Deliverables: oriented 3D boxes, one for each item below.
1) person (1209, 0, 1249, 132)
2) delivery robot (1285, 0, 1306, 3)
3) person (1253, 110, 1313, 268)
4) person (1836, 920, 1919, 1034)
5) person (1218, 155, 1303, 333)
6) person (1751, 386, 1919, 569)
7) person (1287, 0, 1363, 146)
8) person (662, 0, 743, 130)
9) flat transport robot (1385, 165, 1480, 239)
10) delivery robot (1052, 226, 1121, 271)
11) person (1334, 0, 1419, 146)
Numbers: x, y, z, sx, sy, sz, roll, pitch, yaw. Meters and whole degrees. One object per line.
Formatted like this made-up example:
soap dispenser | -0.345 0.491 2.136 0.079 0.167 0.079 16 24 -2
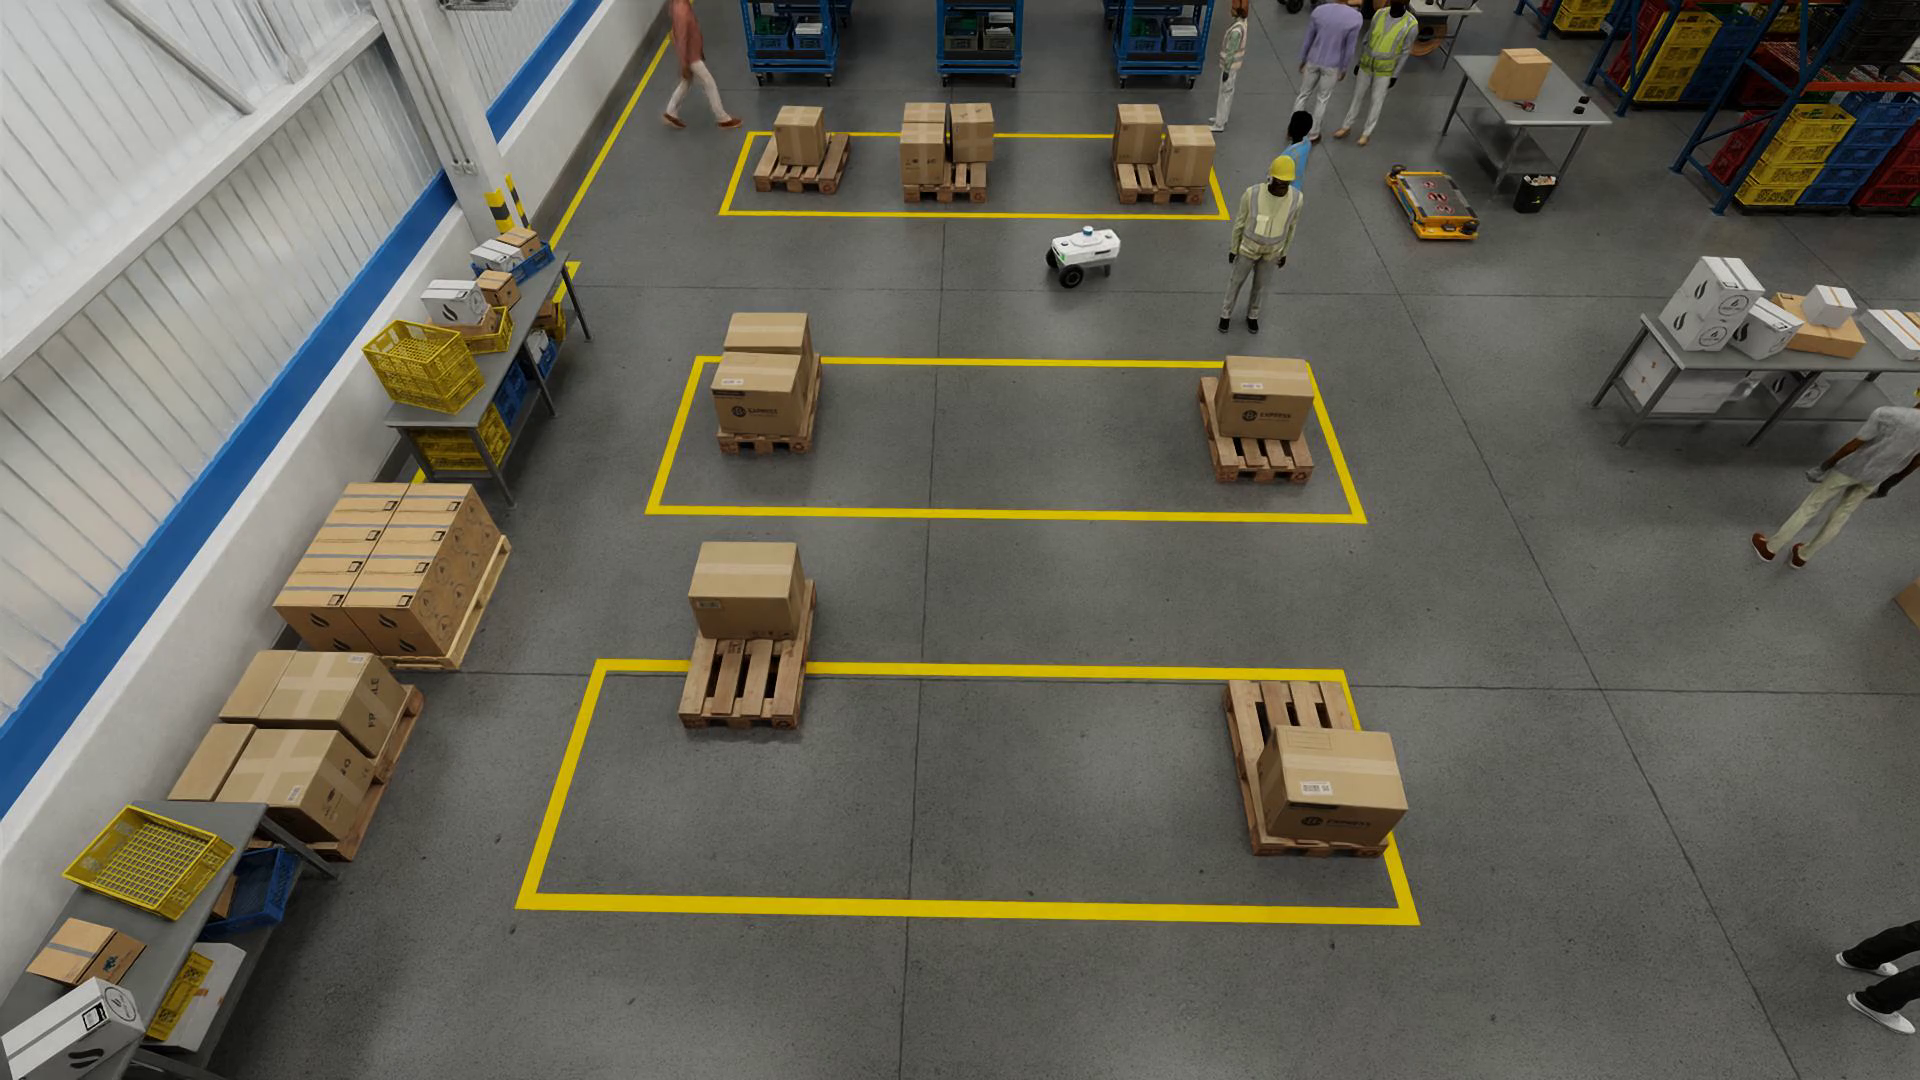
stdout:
person | 3.530 -6.209 11.998 0.312 1.633 0.518 16 51 13
delivery robot | 5.749 -9.177 15.212 0.707 0.478 0.477 -7 49 -6
person | 3.452 -3.713 9.792 0.317 1.695 0.540 28 55 22
person | 5.336 2.008 4.696 0.390 1.919 0.591 17 51 14
person | 2.932 -2.854 8.957 0.590 1.837 0.404 3 49 2
person | 6.761 -0.501 6.900 0.534 1.868 0.309 17 51 14
person | 4.640 -6.076 11.695 0.642 1.927 0.394 29 55 23
person | -3.536 -6.282 11.853 1.013 1.950 0.619 -8 50 -7
flat transport robot | 5.692 -4.094 11.059 0.652 0.197 1.431 1 49 1
delivery robot | 1.382 -3.189 10.030 0.707 0.478 0.477 -13 50 -11
person | 5.324 -6.013 11.691 0.625 1.841 0.429 36 58 27
